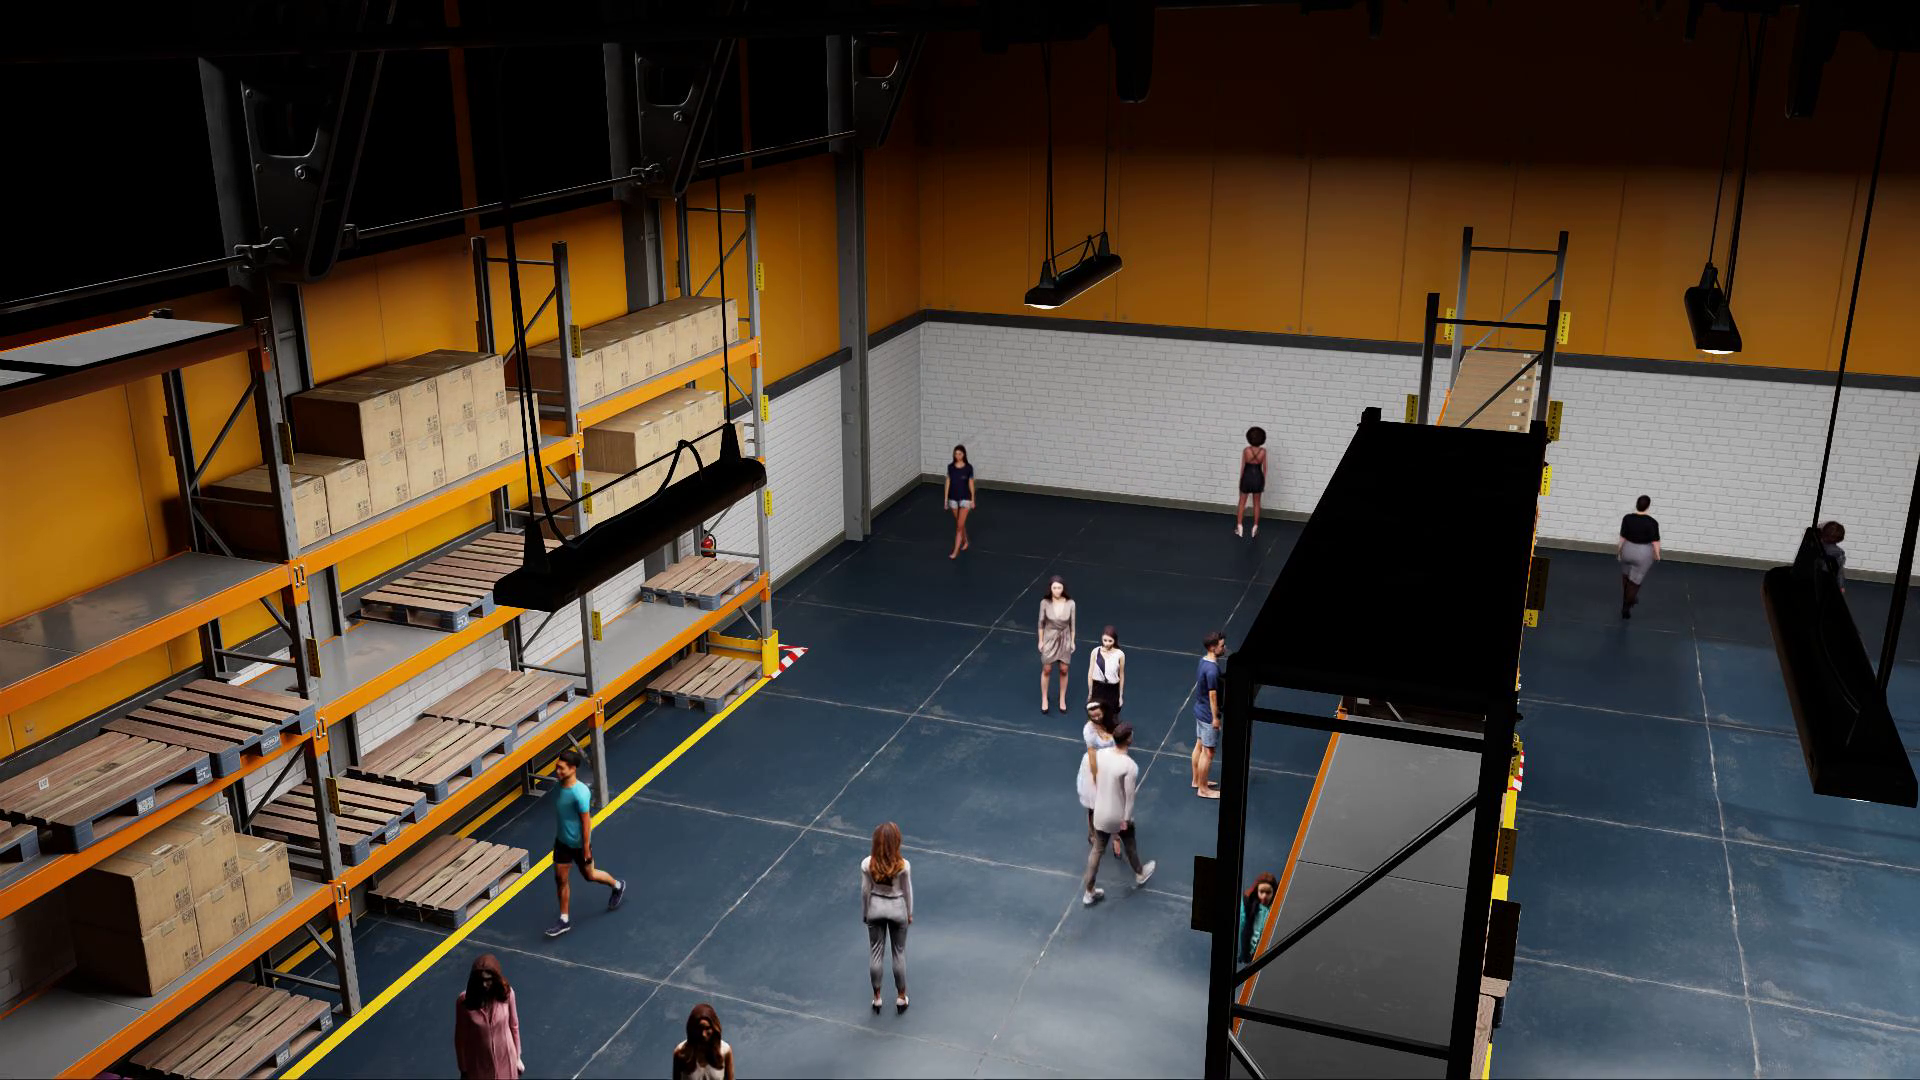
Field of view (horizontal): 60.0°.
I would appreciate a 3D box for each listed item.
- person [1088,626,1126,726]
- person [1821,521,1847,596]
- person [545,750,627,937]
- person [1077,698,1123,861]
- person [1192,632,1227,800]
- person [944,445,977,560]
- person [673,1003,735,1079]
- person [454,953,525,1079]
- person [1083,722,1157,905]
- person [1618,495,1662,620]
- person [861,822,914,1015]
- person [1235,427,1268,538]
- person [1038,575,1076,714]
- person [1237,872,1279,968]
[{"bbox_3d":[1.625,1.723,18.504,0.584,1.652,0.555,3,19,10],"label":"person"},{"bbox_3d":[11.335,0.601,21.790,0.963,1.681,0.950,-5,19,-15],"label":"person"},{"bbox_3d":[-3.477,2.744,15.321,0.866,1.748,1.196,14,23,36],"label":"person"},{"bbox_3d":[1.384,2.342,16.475,0.913,1.774,0.967,-16,24,-39],"label":"person"},{"bbox_3d":[2.654,1.850,17.818,0.760,1.849,0.638,-1,19,-3],"label":"person"},{"bbox_3d":[0.025,-0.591,25.275,0.599,1.716,1.112,6,20,18],"label":"person"},{"bbox_3d":[-1.794,3.984,11.611,0.841,1.767,1.058,-2,19,-5],"label":"person"},{"bbox_3d":[-3.419,3.796,12.114,0.678,1.802,0.741,-9,21,-24],"label":"person"},{"bbox_3d":[1.387,2.604,15.673,0.947,1.790,1.211,15,24,38],"label":"person"},{"bbox_3d":[9.196,0.268,22.699,1.067,1.733,0.940,-15,23,-37],"label":"person"},{"bbox_3d":[-0.611,3.181,13.993,0.643,1.768,0.627,1,19,2],"label":"person"},{"bbox_3d":[4.594,-0.895,26.070,0.670,1.785,0.664,0,19,-1],"label":"person"},{"bbox_3d":[1.153,1.236,19.806,0.661,1.744,0.630,0,19,-1],"label":"person"},{"bbox_3d":[2.511,3.396,13.811,0.609,1.478,0.940,5,19,15],"label":"person"}]
